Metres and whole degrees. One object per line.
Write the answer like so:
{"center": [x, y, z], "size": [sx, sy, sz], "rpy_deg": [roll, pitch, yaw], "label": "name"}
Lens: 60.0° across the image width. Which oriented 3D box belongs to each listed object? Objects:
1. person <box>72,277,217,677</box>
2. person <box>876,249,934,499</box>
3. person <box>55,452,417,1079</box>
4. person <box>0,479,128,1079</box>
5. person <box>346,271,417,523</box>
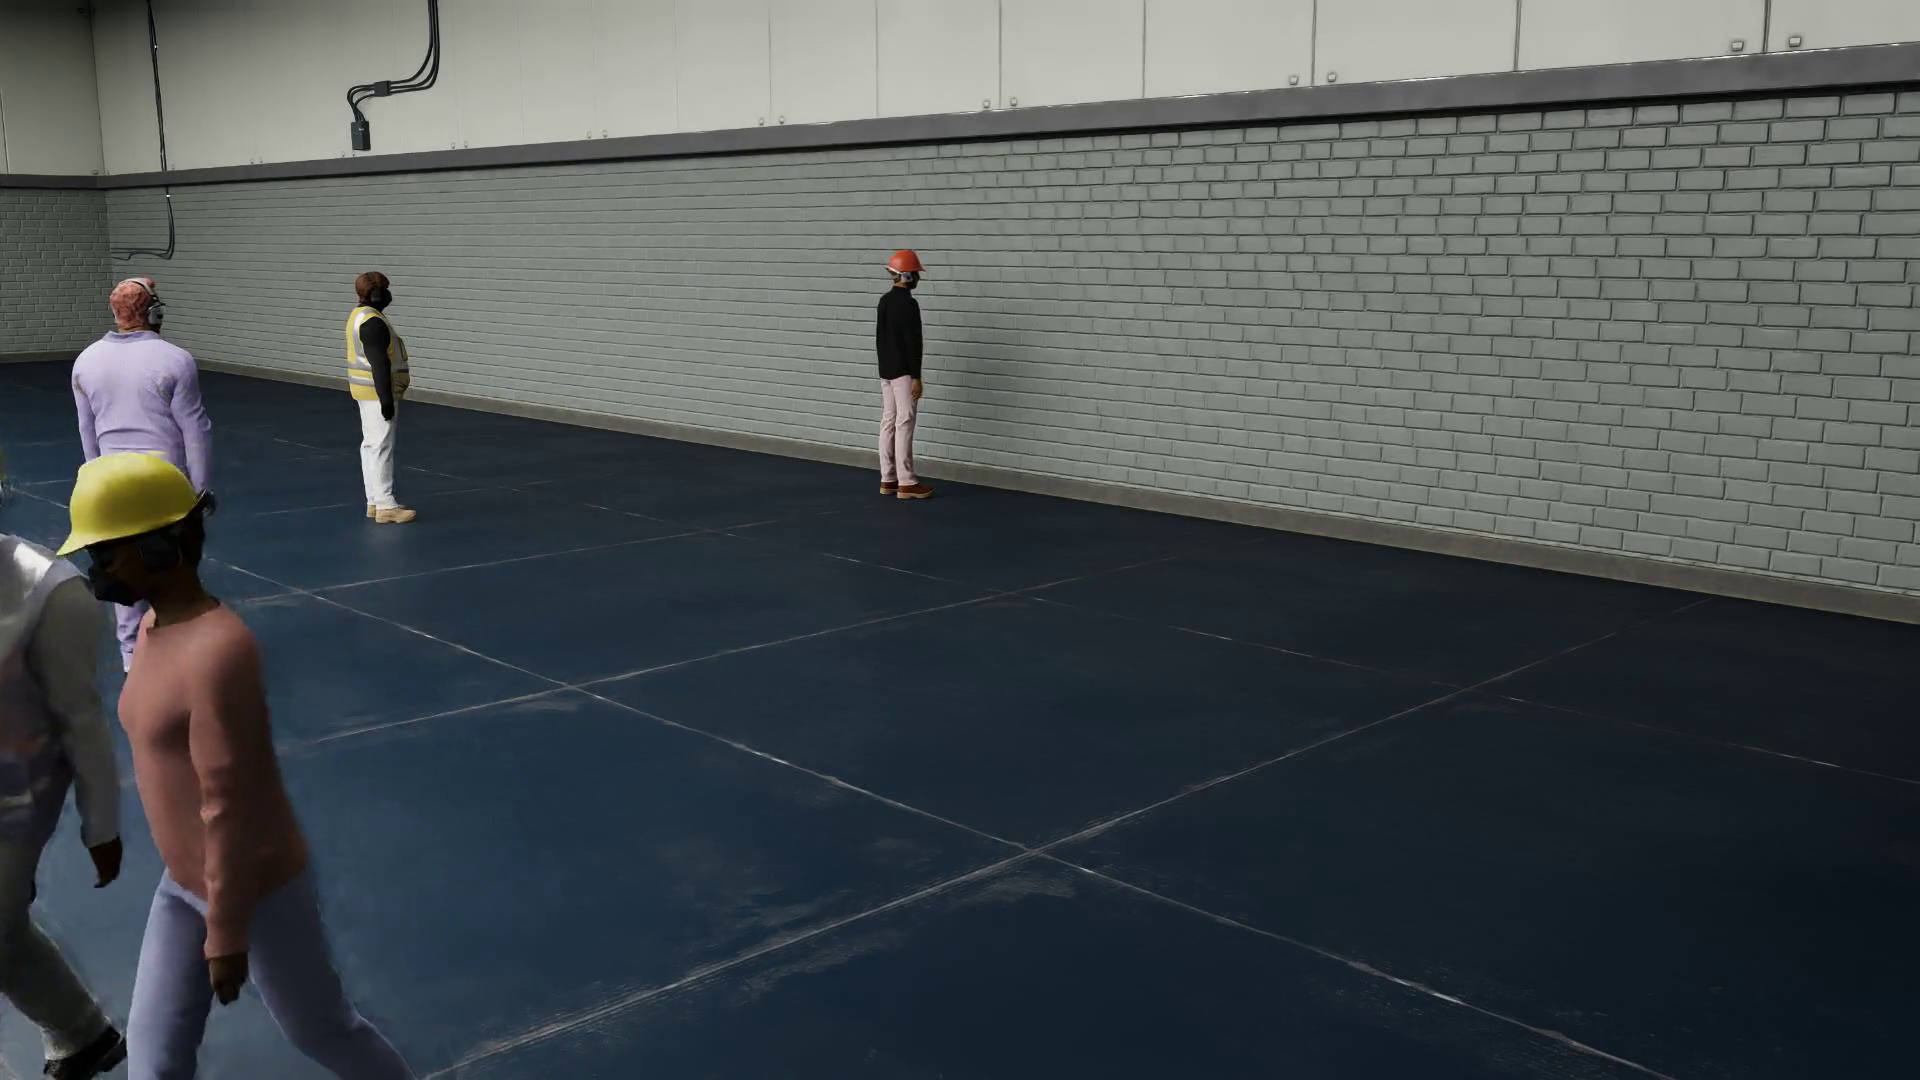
{"center": [-3.843, -0.288, 7.950], "size": [0.641, 1.913, 0.407], "rpy_deg": [2, 11, 9], "label": "person"}
{"center": [-0.465, -1.352, 13.525], "size": [0.391, 1.995, 0.613], "rpy_deg": [-5, 12, -28], "label": "person"}
{"center": [-1.460, 0.667, 3.317], "size": [0.911, 1.708, 0.562], "rpy_deg": [-10, 14, -42], "label": "person"}
{"center": [-2.181, 0.575, 3.656], "size": [0.652, 1.771, 0.910], "rpy_deg": [1, 10, 8], "label": "person"}
{"center": [-4.312, -1.066, 12.381], "size": [0.429, 1.847, 0.625], "rpy_deg": [-6, 12, -29], "label": "person"}
